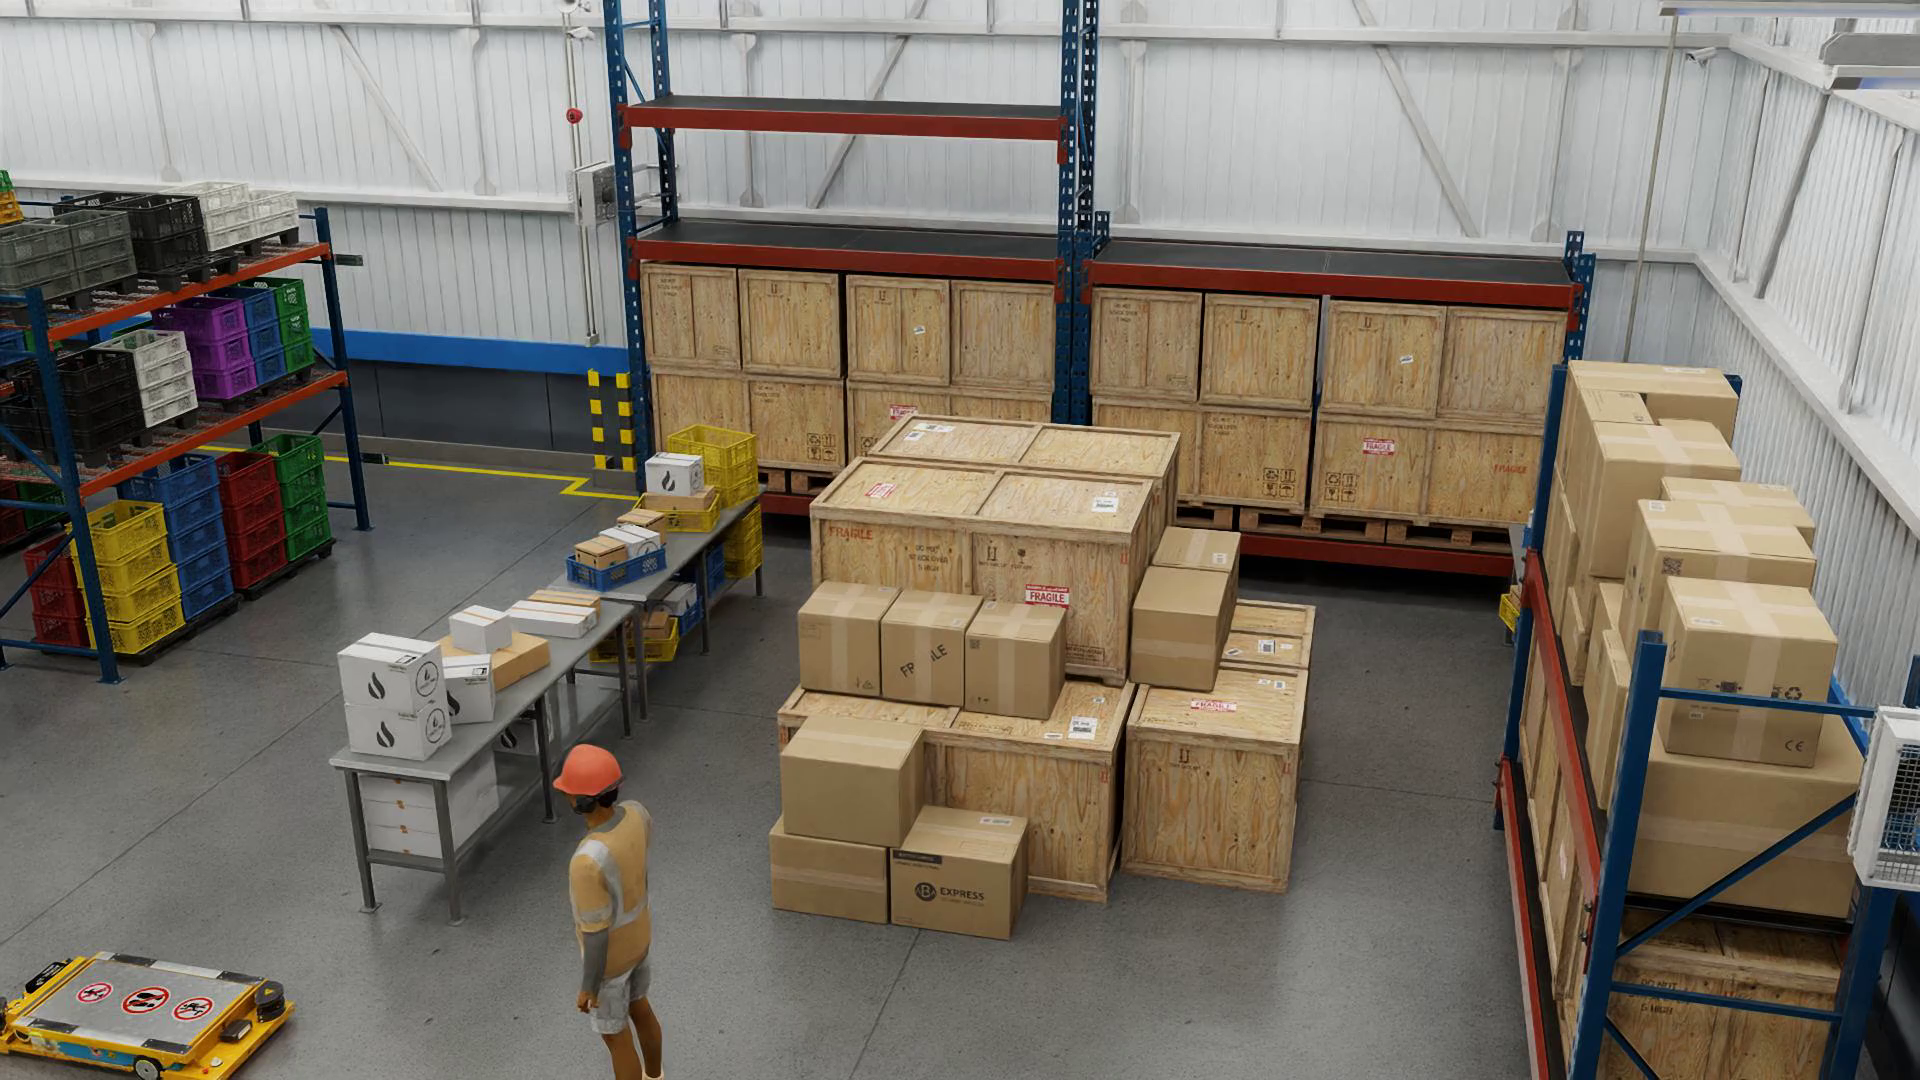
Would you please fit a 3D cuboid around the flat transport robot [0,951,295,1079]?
[{"bbox_3d":[-4.270,2.464,8.601,1.431,0.231,0.659,5,22,13],"label":"flat transport robot"}]

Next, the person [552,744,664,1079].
[{"bbox_3d":[-1.625,1.870,7.672,0.391,2.041,0.612,5,21,12],"label":"person"}]
